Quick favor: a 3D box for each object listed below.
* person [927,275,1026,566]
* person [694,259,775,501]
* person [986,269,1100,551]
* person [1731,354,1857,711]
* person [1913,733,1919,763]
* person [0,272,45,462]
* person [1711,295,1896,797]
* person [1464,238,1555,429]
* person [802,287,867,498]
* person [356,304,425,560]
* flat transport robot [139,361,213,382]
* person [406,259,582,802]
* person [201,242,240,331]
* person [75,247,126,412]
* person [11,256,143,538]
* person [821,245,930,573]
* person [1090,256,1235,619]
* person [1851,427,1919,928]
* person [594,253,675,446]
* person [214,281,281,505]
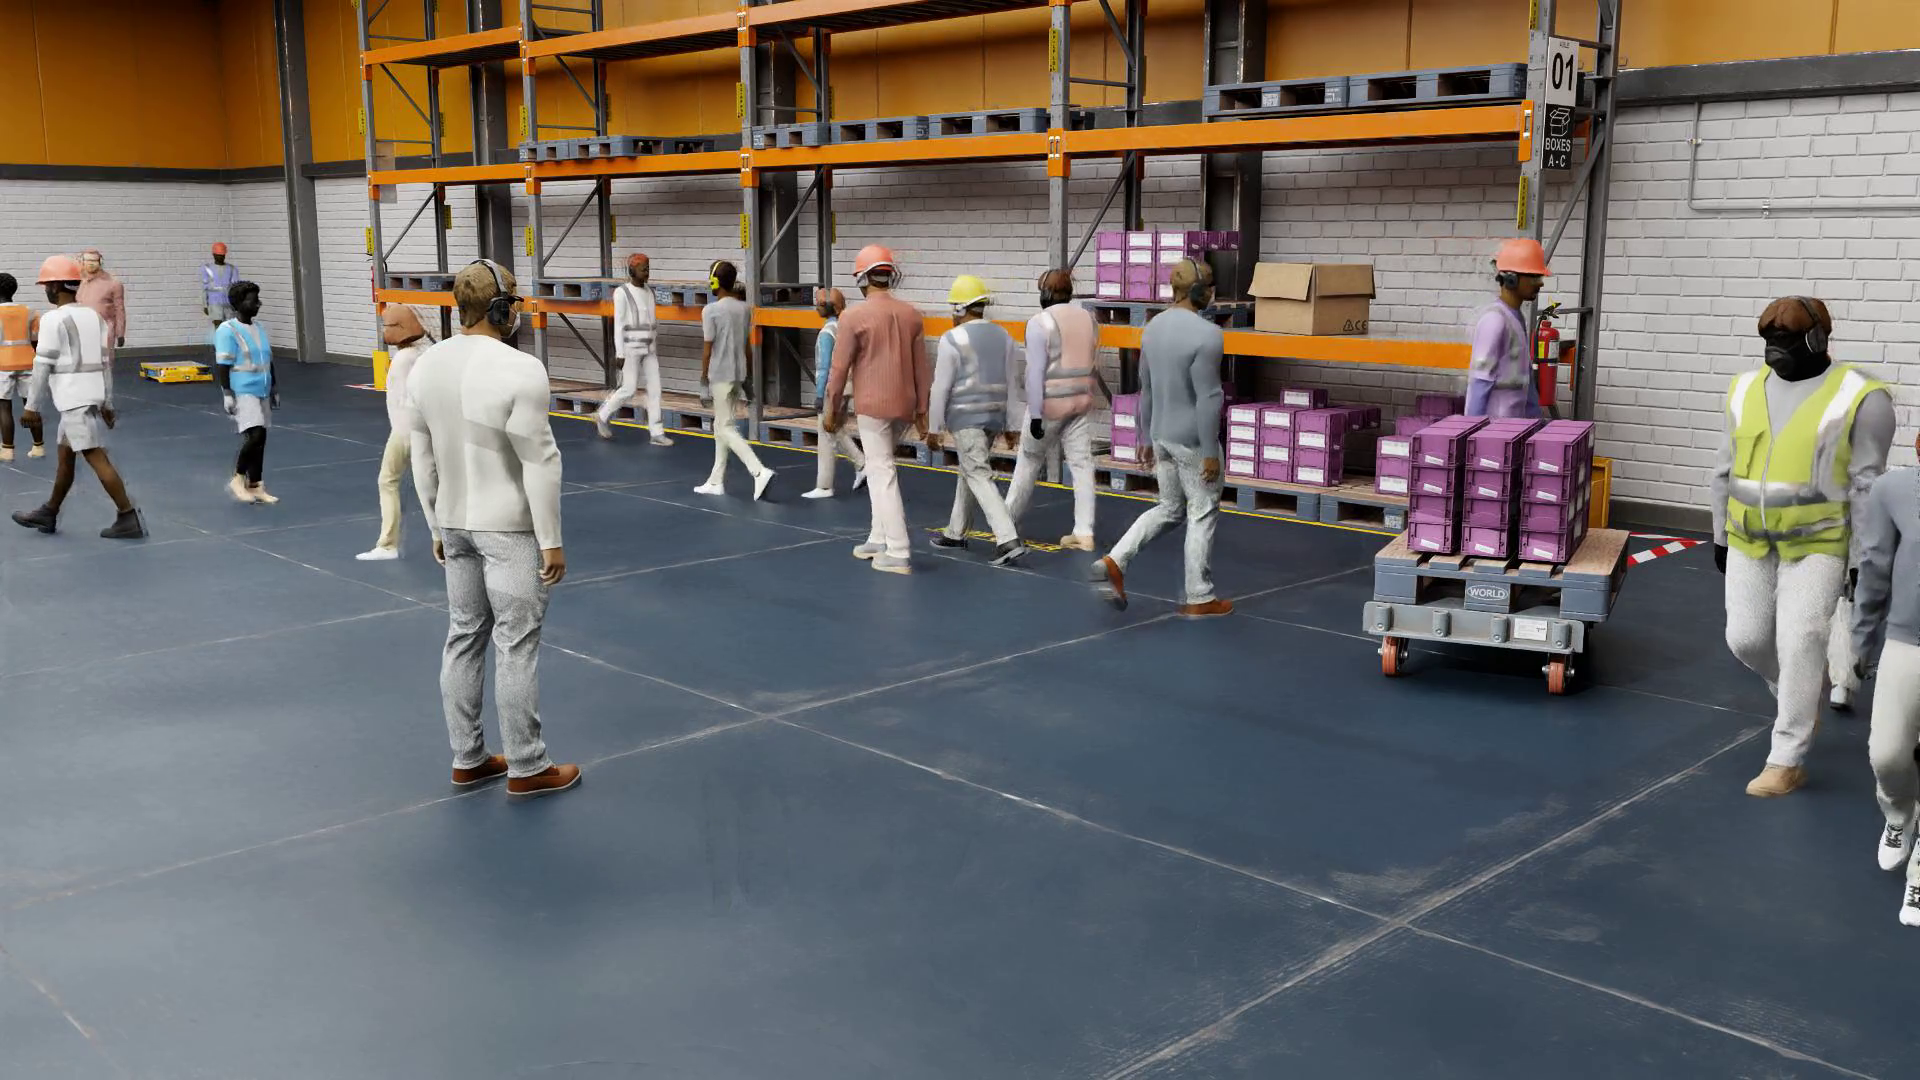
[{"bbox_3d":[0.120,-0.747,10.353,0.938,1.788,0.602,10,15,44],"label":"person"},{"bbox_3d":[-1.753,-1.220,12.764,0.841,1.842,0.521,7,13,35],"label":"person"},{"bbox_3d":[0.571,-0.860,10.893,0.633,1.794,0.969,-8,13,-36],"label":"person"},{"bbox_3d":[3.739,-0.082,7.333,0.529,1.548,1.013,2,11,10],"label":"person"},{"bbox_3d":[4.014,-0.051,6.352,1.013,1.861,0.648,-8,13,-36],"label":"person"},{"bbox_3d":[-8.503,-1.546,14.927,0.317,1.692,0.536,7,12,33],"label":"person"},{"bbox_3d":[3.117,0.003,6.168,0.673,1.820,0.642,-7,13,-35],"label":"person"},{"bbox_3d":[3.098,-0.646,9.193,1.012,1.994,0.621,4,11,23],"label":"person"},{"bbox_3d":[-0.962,-1.123,12.783,0.436,1.631,0.556,3,11,15],"label":"person"},{"bbox_3d":[-3.376,-0.670,10.384,0.763,1.603,0.499,0,10,0],"label":"person"},{"bbox_3d":[-10.971,-2.361,23.248,0.652,0.197,1.431,-8,13,-36],"label":"flat transport robot"},{"bbox_3d":[-1.669,-0.027,5.968,0.636,1.939,0.363,6,12,28],"label":"person"},{"bbox_3d":[-11.618,-3.734,26.249,0.548,1.903,0.797,-7,13,-34],"label":"person"},{"bbox_3d":[-9.995,-2.438,19.253,0.650,1.885,0.769,-2,11,-10],"label":"person"},{"bbox_3d":[-5.952,-0.942,11.112,0.996,1.884,0.547,1,10,3],"label":"person"},{"bbox_3d":[-0.539,-0.793,10.082,0.760,1.955,0.605,10,14,43],"label":"person"},{"bbox_3d":[1.100,-0.507,8.652,0.737,1.919,0.633,-5,11,-25],"label":"person"},{"bbox_3d":[2.923,0.327,4.930,0.500,1.614,0.430,9,14,40],"label":"person"},{"bbox_3d":[-3.172,-1.842,16.103,0.820,1.862,0.583,6,12,30],"label":"person"},{"bbox_3d":[-5.274,-1.083,12.388,0.366,1.685,0.551,3,11,14],"label":"person"}]
